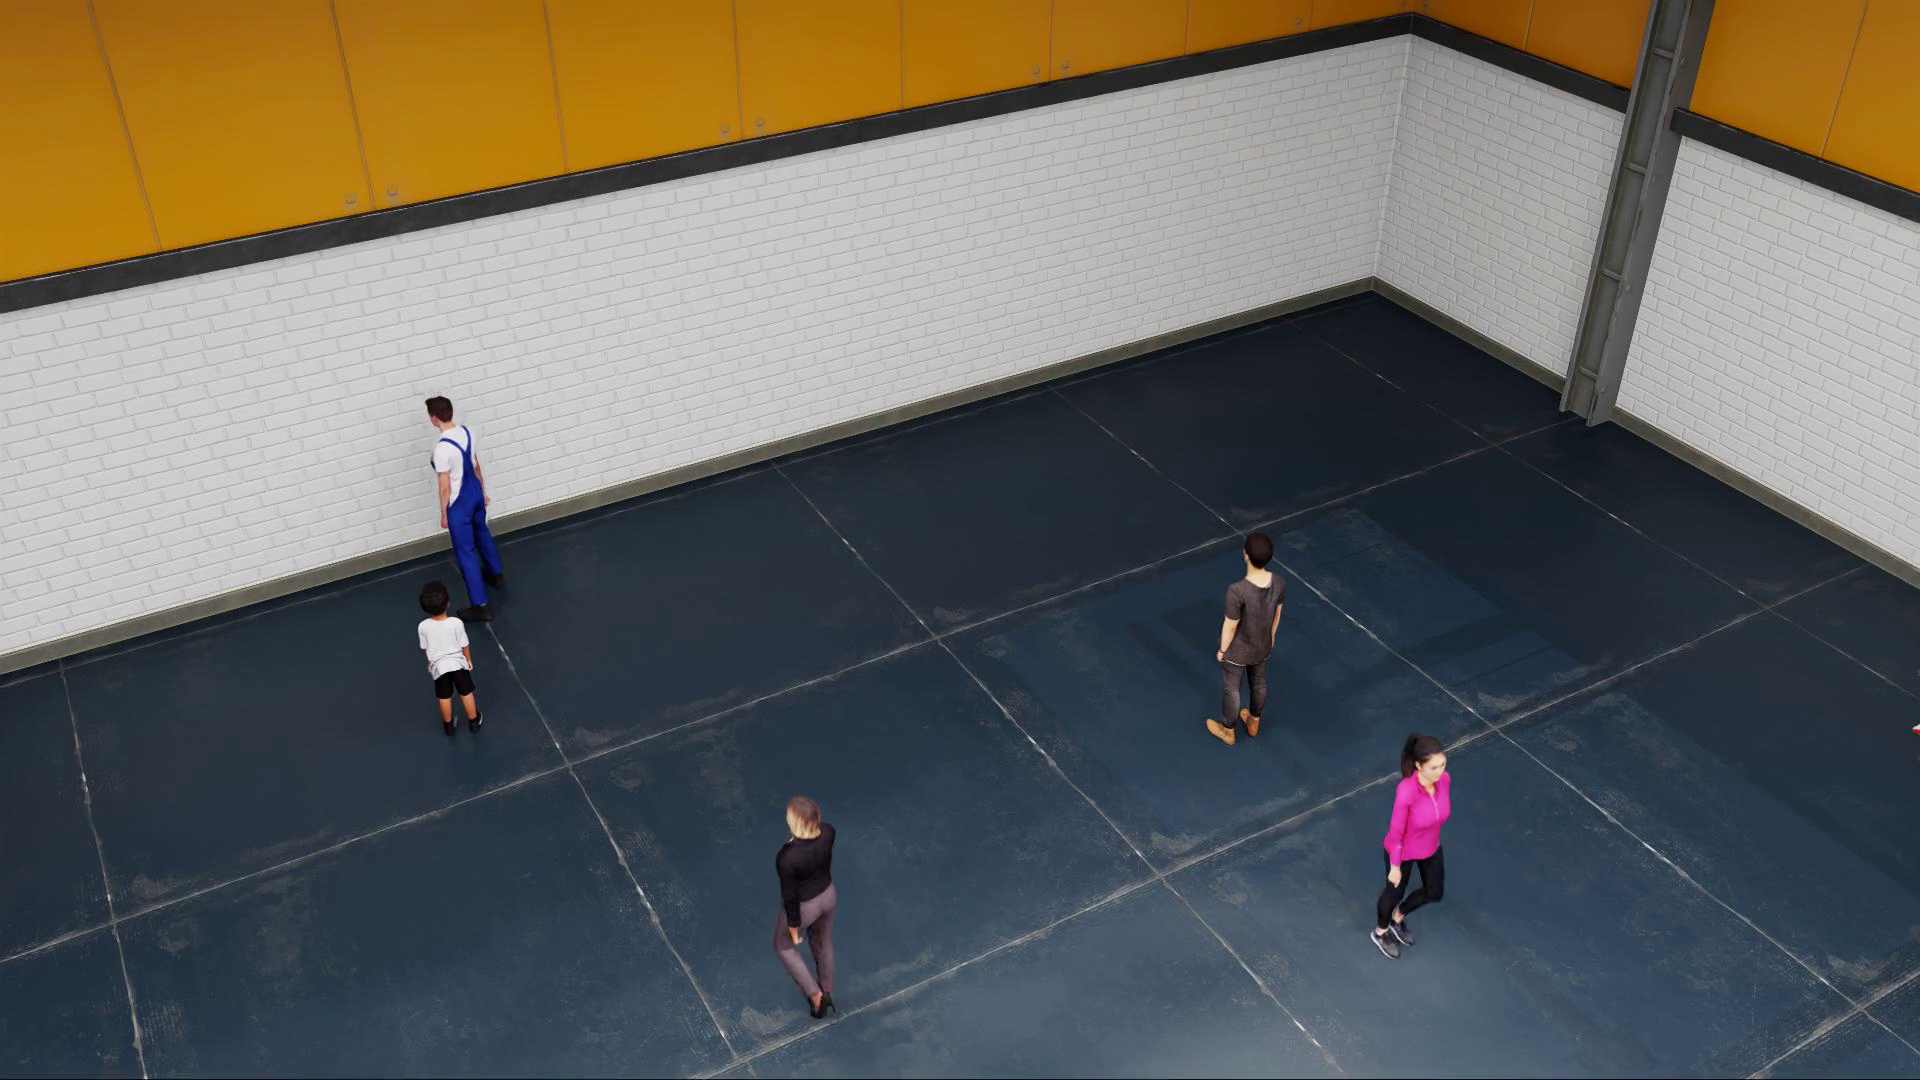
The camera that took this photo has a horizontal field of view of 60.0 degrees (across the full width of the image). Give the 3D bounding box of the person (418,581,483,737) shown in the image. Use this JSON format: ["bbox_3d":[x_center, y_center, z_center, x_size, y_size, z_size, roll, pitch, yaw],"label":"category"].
[{"bbox_3d":[-3.637,0.852,11.810,0.535,1.256,0.552,-7,34,-10],"label":"person"}]

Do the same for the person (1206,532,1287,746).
[{"bbox_3d":[2.018,0.693,11.632,0.639,1.717,0.583,-14,36,-19],"label":"person"}]

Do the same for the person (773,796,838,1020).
[{"bbox_3d":[-0.799,2.147,9.494,0.712,1.662,0.683,26,42,33],"label":"person"}]

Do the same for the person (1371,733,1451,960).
[{"bbox_3d":[2.653,1.805,9.987,0.577,1.686,0.573,-18,37,-24],"label":"person"}]

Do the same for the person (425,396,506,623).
[{"bbox_3d":[-3.870,-0.305,13.030,1.014,1.832,0.966,11,35,15],"label":"person"}]
